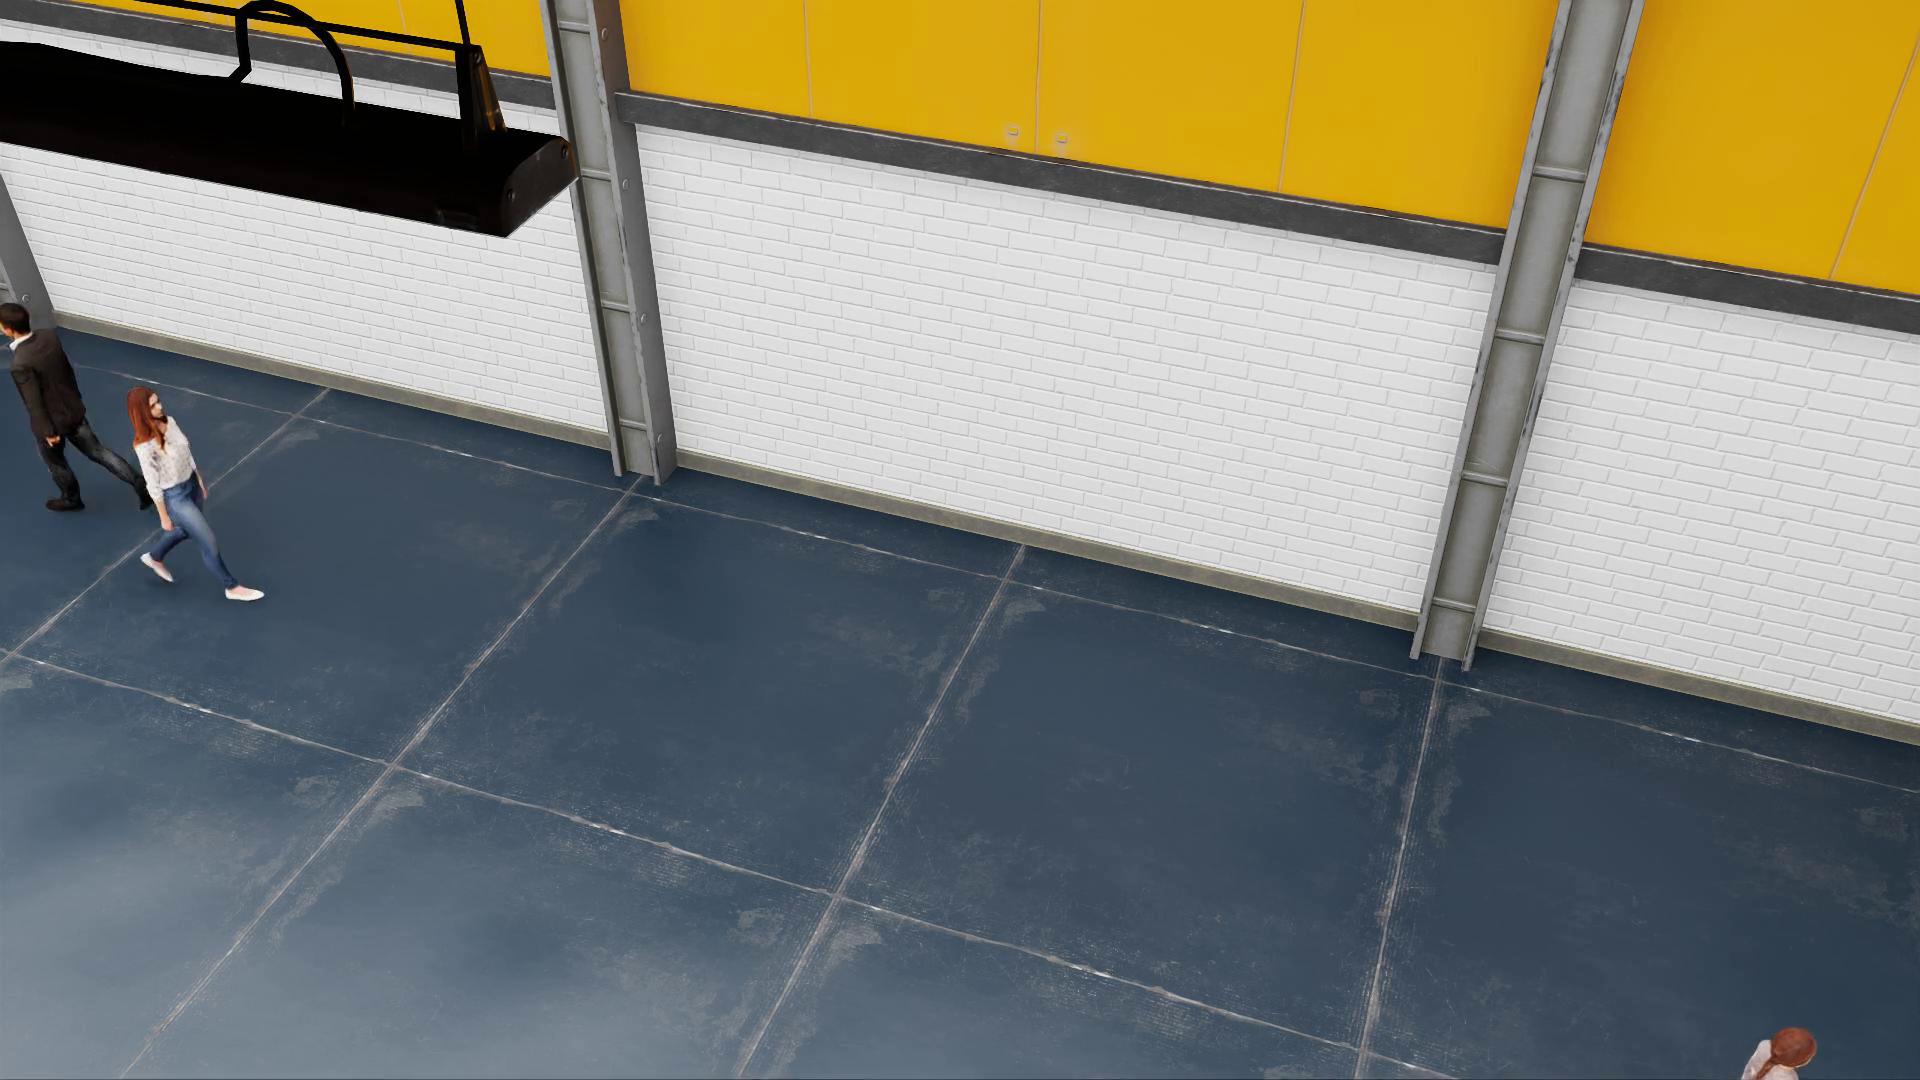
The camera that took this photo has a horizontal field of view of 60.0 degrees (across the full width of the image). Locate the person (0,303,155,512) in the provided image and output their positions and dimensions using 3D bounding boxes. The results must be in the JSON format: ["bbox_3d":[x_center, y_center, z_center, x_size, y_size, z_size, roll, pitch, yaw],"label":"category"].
[{"bbox_3d":[-6.284,-0.877,11.754,1.198,1.765,0.857,5,39,7],"label":"person"}]

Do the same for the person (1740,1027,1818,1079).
[{"bbox_3d":[3.685,2.655,7.798,0.862,1.184,0.688,-3,39,-3],"label":"person"}]

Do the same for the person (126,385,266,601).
[{"bbox_3d":[-5.275,-0.292,11.074,1.153,1.701,0.761,4,39,4],"label":"person"}]
